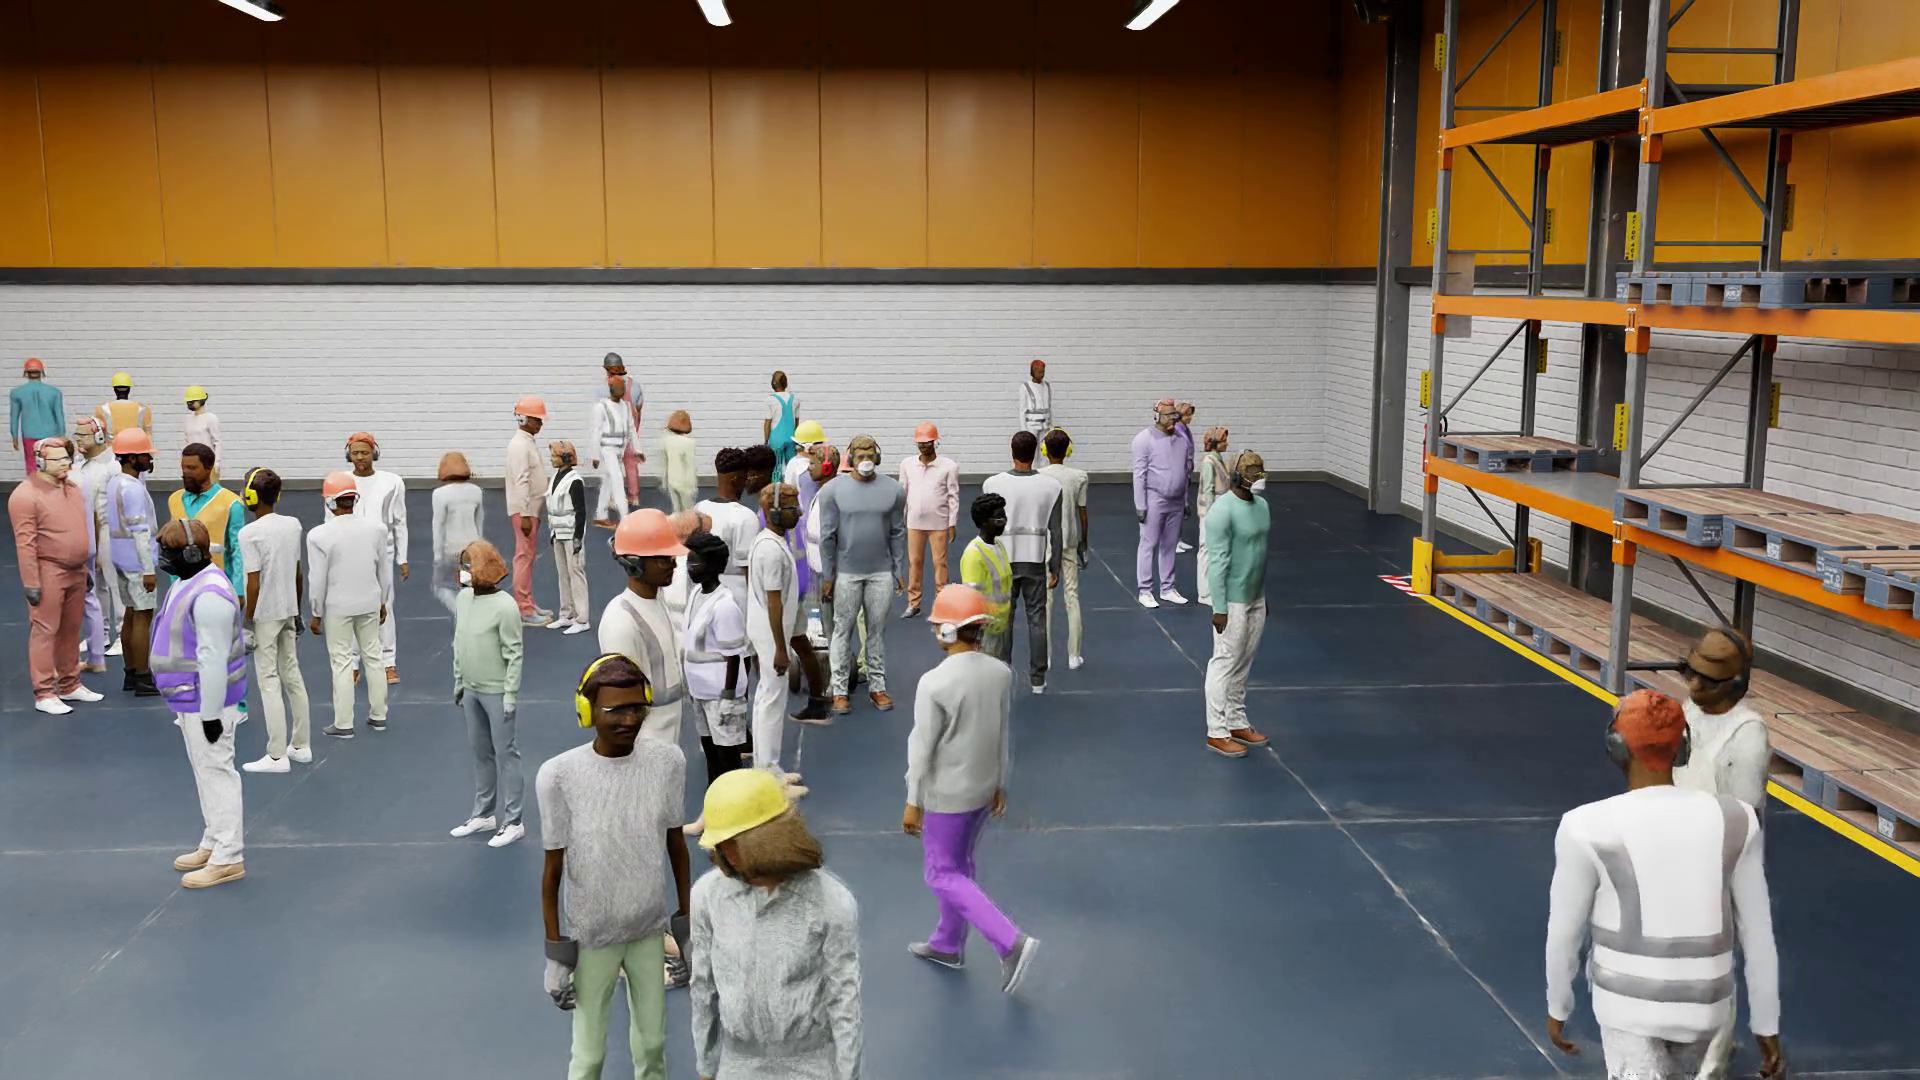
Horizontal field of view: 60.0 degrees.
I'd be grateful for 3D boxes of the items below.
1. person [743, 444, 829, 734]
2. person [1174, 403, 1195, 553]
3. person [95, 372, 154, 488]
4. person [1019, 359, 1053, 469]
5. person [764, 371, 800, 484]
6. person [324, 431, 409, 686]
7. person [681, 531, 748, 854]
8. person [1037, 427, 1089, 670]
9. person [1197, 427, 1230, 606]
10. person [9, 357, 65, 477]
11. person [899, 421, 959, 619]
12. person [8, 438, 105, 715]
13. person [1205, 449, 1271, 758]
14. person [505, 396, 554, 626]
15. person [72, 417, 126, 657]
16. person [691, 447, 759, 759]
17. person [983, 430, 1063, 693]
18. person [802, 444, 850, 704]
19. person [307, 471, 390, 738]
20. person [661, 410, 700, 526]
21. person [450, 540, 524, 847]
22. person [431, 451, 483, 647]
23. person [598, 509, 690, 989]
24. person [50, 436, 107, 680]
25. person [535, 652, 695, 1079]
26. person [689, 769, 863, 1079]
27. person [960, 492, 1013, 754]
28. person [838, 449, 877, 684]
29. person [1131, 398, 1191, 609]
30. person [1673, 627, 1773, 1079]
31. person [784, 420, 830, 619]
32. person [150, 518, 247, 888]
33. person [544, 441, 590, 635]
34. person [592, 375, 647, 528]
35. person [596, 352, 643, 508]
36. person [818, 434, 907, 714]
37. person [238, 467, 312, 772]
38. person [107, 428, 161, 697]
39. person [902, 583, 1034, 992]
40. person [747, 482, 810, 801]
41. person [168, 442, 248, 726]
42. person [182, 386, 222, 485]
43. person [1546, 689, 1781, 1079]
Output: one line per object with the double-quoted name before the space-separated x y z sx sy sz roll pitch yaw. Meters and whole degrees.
"person" -1.200 0.328 10.965 0.662 1.924 0.650 0 9 0
"person" 2.410 -0.685 18.221 0.312 1.636 0.520 4 10 24
"person" -9.584 -0.962 19.116 0.585 1.914 0.399 -6 11 -34
"person" 1.049 -1.541 22.856 0.587 1.877 0.353 -8 12 -41
"person" -2.231 -1.202 20.872 0.502 1.837 0.349 -7 11 -37
"person" -4.370 0.141 12.269 0.574 1.883 0.360 -3 9 -17
"person" -1.294 0.792 8.760 0.322 1.697 0.535 -5 10 -28
"person" 0.731 0.067 12.772 0.520 1.873 0.335 0 9 -2
"person" 2.329 -0.222 15.301 0.310 1.642 0.514 3 9 17
"person" -11.914 -1.374 21.513 0.630 1.974 0.723 -6 11 -33
"person" -0.288 -0.168 14.611 0.564 1.751 0.330 2 9 14
"person" -6.260 0.240 11.574 0.399 1.907 0.644 1 9 7
"person" 1.772 0.388 10.541 0.355 1.938 0.636 7 11 36
"person" -3.729 -0.255 14.430 0.401 1.986 0.612 -1 9 -8
"person" -6.868 -0.028 13.255 0.638 1.910 0.407 4 10 23
"person" -1.444 0.388 10.470 0.611 1.958 0.391 8 12 41
"person" 0.451 0.169 12.018 0.590 1.910 0.387 0 9 -3
"person" -0.917 0.236 11.785 0.389 1.847 0.567 -2 9 -11
"person" -4.016 0.419 10.929 0.329 1.750 0.561 8 12 40
"person" -2.982 -0.565 17.536 0.504 1.619 0.523 8 12 41
"person" -2.520 0.809 8.851 0.498 1.634 0.279 7 11 37
"person" -4.063 0.089 13.418 0.345 1.617 0.518 6 11 32
"person" -1.325 0.878 7.140 0.375 2.044 0.605 0 9 2
"person" -6.661 0.135 12.468 0.357 1.836 0.511 3 9 17
"person" -1.076 1.265 5.280 0.507 1.863 0.331 -6 11 -32
"person" -0.493 1.442 4.595 0.507 1.714 0.435 1 9 8
"person" 0.160 0.545 10.309 0.319 1.695 0.538 3 10 19
"person" -0.756 0.192 12.343 0.329 1.753 0.560 -1 9 -3
"person" 1.866 -0.340 15.216 0.643 1.909 0.410 -6 11 -35
"person" 2.703 1.185 5.938 0.458 1.818 0.566 -1 9 -6
"person" -1.253 -0.074 13.772 0.404 1.834 0.591 -3 10 -18
"person" -3.793 0.799 8.309 0.428 1.836 0.623 -6 11 -33
"person" -3.324 -0.025 14.071 0.307 1.639 0.525 -7 11 -38
"person" -4.021 -1.022 19.715 0.936 1.839 0.578 4 10 24
"person" -4.499 -1.447 21.745 0.535 2.000 0.683 9 12 43
"person" -0.666 0.230 11.533 0.629 1.940 0.378 -3 10 -18
"person" -4.209 0.486 10.147 0.316 1.868 0.531 3 9 16
"person" -5.907 0.159 11.983 0.356 1.937 0.552 -8 12 -41
"person" 0.030 1.046 7.065 0.670 1.729 0.574 6 11 33
"person" -1.064 0.579 9.636 0.336 1.844 0.508 -2 9 -10
"person" -5.034 0.300 11.147 0.596 1.921 0.386 3 9 17
"person" -8.732 -0.897 19.155 0.532 1.765 0.328 4 10 24
"person" 2.011 1.335 4.899 0.627 1.833 0.975 0 9 -1
